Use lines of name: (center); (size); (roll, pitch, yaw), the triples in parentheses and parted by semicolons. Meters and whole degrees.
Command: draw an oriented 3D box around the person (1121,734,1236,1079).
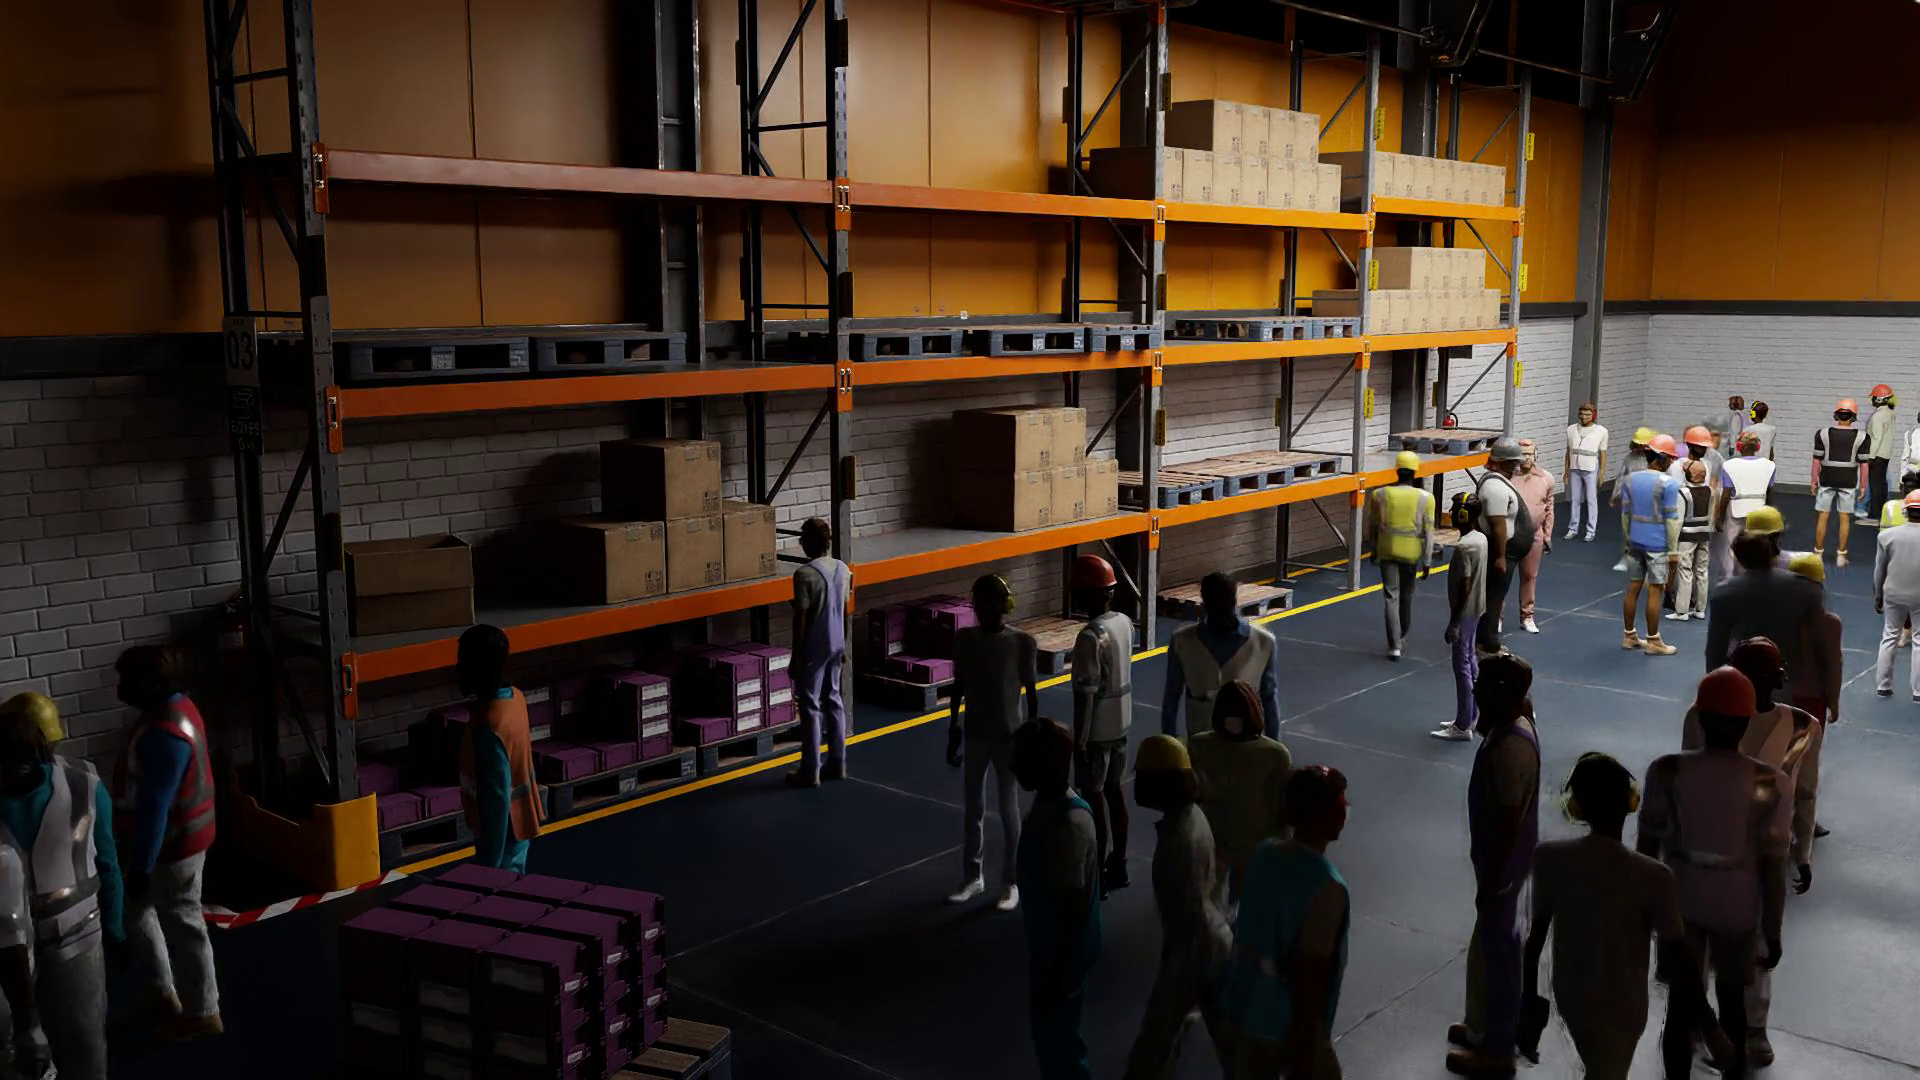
person: (0.828, 1.592, 6.443); (0.889, 1.676, 0.491); (3, 9, 18)

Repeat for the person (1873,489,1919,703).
person: (7.791, 0.452, 13.619); (0.351, 1.743, 0.568); (-8, 12, -42)

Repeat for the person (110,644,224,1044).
person: (-3.636, 1.372, 7.423); (0.596, 1.826, 0.634); (-4, 10, -26)

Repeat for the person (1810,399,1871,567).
person: (10.596, -0.689, 20.061); (0.613, 2.033, 0.410); (5, 10, 29)

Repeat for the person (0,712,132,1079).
person: (-3.502, 1.547, 6.290); (0.647, 1.840, 0.443); (-6, 10, -32)

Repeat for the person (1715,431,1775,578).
person: (8.368, -0.235, 17.720); (0.571, 1.843, 0.373); (0, 9, -1)

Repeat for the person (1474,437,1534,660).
person: (4.920, 0.076, 15.086); (0.536, 2.000, 0.688); (2, 9, 10)

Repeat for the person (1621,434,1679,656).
person: (6.378, 0.044, 15.325); (0.400, 2.033, 0.605); (-4, 10, -23)

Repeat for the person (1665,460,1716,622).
person: (7.386, 0.009, 16.800); (0.514, 1.642, 0.310); (-3, 9, -21)

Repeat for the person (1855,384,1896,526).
person: (12.930, -1.196, 23.439); (0.382, 1.995, 0.612); (8, 12, 44)

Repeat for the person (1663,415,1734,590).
person: (8.130, -0.410, 18.224); (0.955, 2.000, 0.684); (5, 10, 29)

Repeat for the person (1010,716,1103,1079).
person: (0.352, 1.554, 6.240); (0.342, 1.835, 0.509); (-2, 9, -13)

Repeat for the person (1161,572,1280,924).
person: (1.399, 1.123, 8.942); (0.630, 1.845, 0.954); (2, 9, 12)

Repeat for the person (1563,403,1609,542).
person: (8.277, -0.894, 22.011); (0.394, 1.836, 0.561); (-8, 12, -42)

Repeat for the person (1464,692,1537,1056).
person: (2.423, 1.461, 7.462); (0.273, 1.632, 0.508); (3, 9, 18)

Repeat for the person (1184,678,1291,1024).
person: (1.255, 1.433, 7.638); (0.498, 1.634, 0.281); (3, 9, 18)

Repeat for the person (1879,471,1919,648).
person: (8.994, 0.163, 15.732); (0.666, 1.675, 0.535); (-7, 11, -37)

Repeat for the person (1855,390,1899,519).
person: (13.179, -1.212, 23.844); (0.451, 1.928, 0.638); (6, 10, 33)

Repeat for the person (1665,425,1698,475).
person: (9.243, -0.672, 21.313); (0.653, 1.610, 0.525); (-9, 12, -44)

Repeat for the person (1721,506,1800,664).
person: (5.496, 0.707, 11.471); (0.816, 1.891, 0.622); (-4, 10, -23)

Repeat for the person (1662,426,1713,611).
person: (7.632, -0.223, 17.357); (0.551, 1.932, 0.378); (-4, 10, -26)

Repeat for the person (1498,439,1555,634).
person: (5.469, -0.033, 16.220); (0.642, 1.909, 0.399); (1, 9, 4)

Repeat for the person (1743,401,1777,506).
person: (10.455, -0.891, 21.876); (0.507, 1.872, 0.329); (-3, 9, -17)

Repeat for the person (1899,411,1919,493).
person: (12.145, -0.752, 20.954); (0.352, 1.880, 0.576); (-6, 11, -36)

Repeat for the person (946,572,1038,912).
person: (0.171, 1.094, 9.087); (0.533, 1.864, 0.310); (4, 9, 22)

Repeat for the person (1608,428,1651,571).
person: (7.957, -0.474, 19.693); (0.780, 1.698, 0.518); (-3, 9, -20)

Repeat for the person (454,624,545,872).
person: (-2.068, 1.319, 7.463); (0.386, 1.918, 0.595); (-1, 9, -9)

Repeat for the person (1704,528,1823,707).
person: (4.963, 0.889, 10.319); (0.691, 1.901, 0.418); (5, 10, 30)

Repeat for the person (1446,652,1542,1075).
person: (2.329, 1.393, 7.223); (0.345, 1.846, 0.507); (3, 9, 20)

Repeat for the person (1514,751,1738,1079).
person: (2.249, 1.647, 5.714); (0.979, 1.811, 0.620); (-6, 11, -35)

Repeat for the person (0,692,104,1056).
person: (-3.671, 1.493, 6.651); (0.403, 1.824, 0.594); (7, 11, 38)

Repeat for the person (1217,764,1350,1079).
person: (1.127, 1.670, 5.692); (0.959, 1.775, 0.628); (-3, 9, -20)

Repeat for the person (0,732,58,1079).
person: (-3.423, 1.603, 5.654); (0.692, 1.923, 0.839); (6, 11, 33)

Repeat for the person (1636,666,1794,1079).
person: (3.021, 1.446, 6.716); (0.565, 1.908, 0.811); (5, 10, 28)

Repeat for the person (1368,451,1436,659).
person: (4.060, 0.119, 15.350); (0.587, 1.873, 0.990); (2, 9, 11)

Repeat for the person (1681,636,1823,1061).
person: (3.458, 1.354, 7.354); (0.574, 1.883, 0.355); (4, 10, 22)

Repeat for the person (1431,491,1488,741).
person: (3.760, 0.568, 12.467); (0.325, 1.871, 0.524); (5, 10, 30)

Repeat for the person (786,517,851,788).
person: (-0.953, 0.761, 11.339); (0.339, 1.834, 0.523); (7, 11, 39)

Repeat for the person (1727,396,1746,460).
person: (12.312, -1.470, 26.390); (0.318, 1.630, 0.513); (6, 11, 33)

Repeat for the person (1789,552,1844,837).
person: (5.187, 0.953, 10.302); (0.303, 1.772, 0.530); (-7, 11, -38)

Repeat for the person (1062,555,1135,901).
person: (0.751, 1.037, 9.259); (0.385, 1.929, 0.543); (5, 10, 31)
